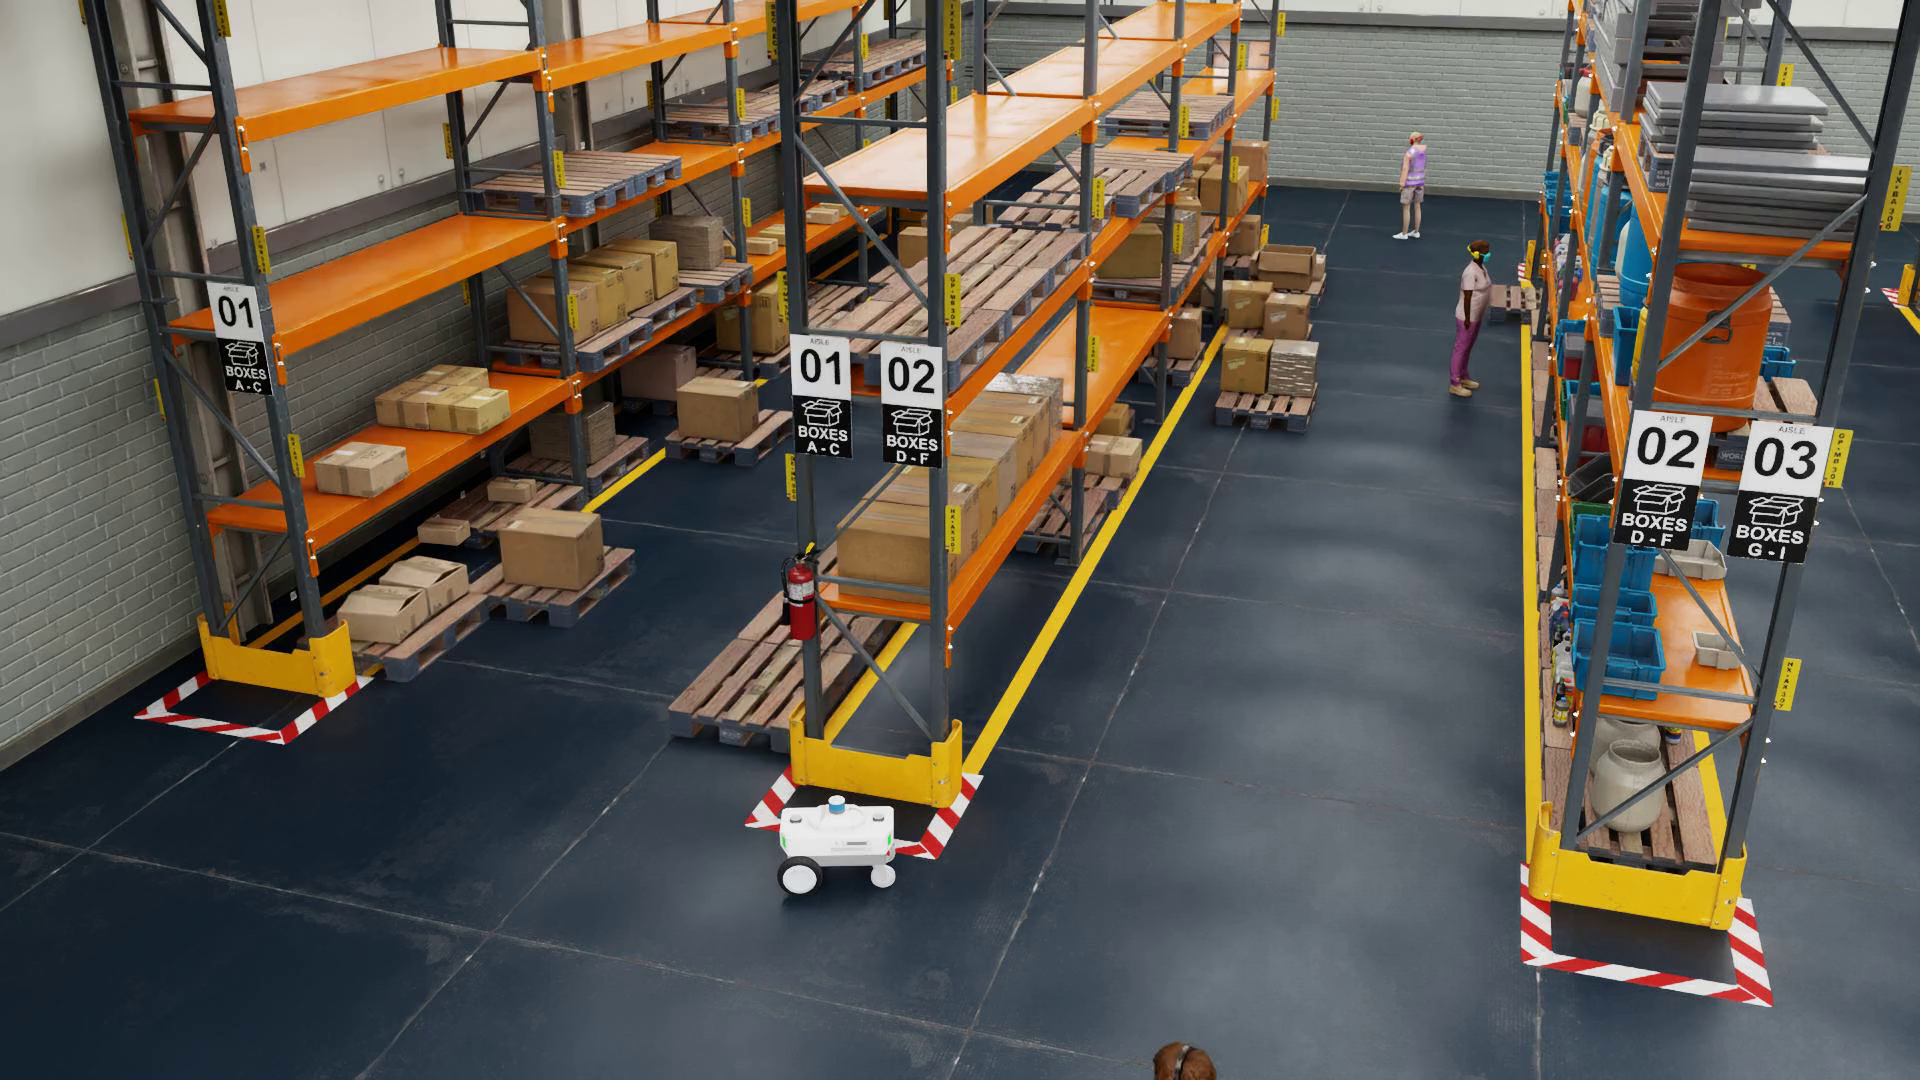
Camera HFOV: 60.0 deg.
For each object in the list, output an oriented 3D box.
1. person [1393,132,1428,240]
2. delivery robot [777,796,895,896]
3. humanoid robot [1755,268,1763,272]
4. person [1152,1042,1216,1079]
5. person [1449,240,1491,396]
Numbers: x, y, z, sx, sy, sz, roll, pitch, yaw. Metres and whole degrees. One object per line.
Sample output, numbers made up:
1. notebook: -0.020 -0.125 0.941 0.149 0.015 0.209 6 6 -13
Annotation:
1. person: 7.185 -5.623 26.421 0.489 1.688 0.349 -14 27 -29
2. delivery robot: -0.800 1.895 10.441 0.791 0.614 0.499 -1 23 -2
3. humanoid robot: 11.618 -4.714 24.337 0.611 1.639 0.567 -20 30 -38
4. person: 0.930 2.791 6.765 0.645 1.802 0.846 -10 25 -22
5. person: 5.913 -2.581 19.225 0.331 1.801 0.519 14 27 29
